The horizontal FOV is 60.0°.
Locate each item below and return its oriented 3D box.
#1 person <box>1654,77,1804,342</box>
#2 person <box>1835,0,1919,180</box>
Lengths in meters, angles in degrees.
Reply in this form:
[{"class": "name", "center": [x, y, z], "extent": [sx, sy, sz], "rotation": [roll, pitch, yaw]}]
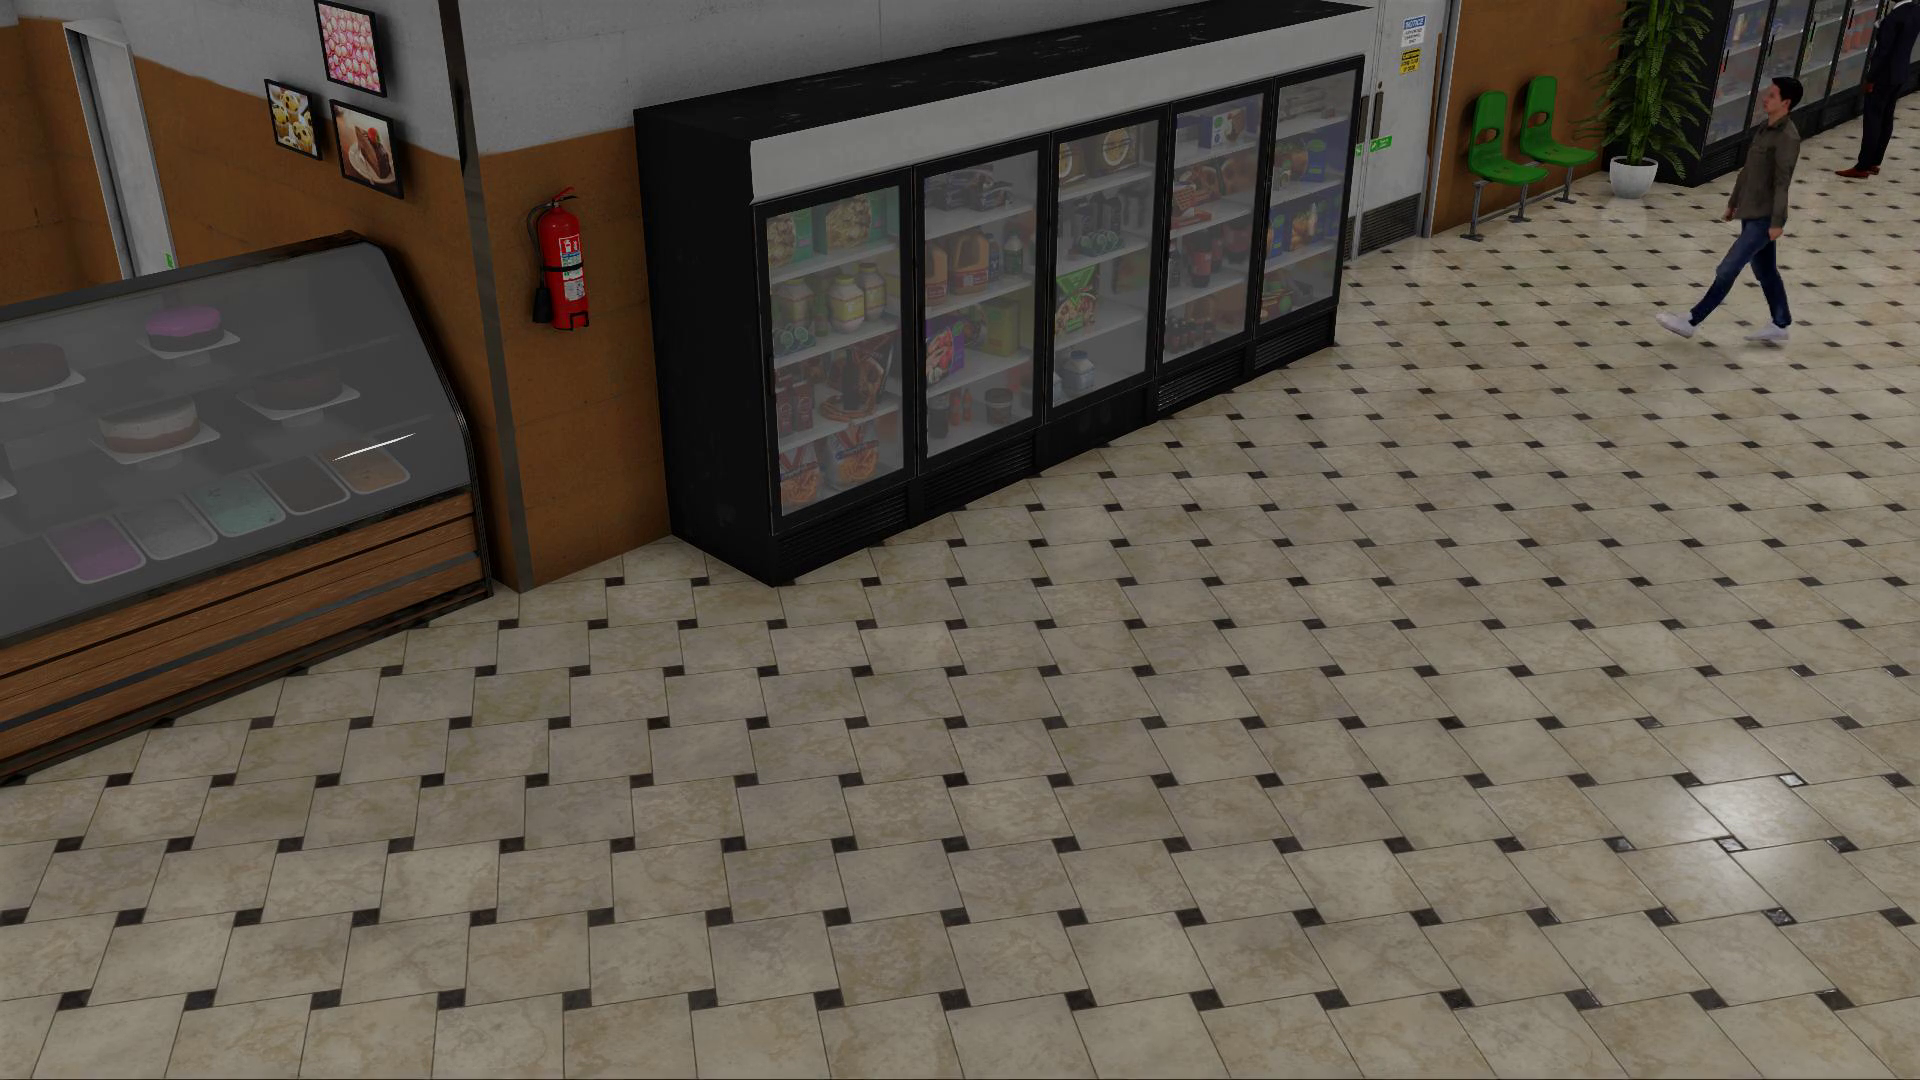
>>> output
[{"class": "person", "center": [5.536, -2.178, 11.317], "extent": [1.282, 1.814, 1.136], "rotation": [4, 27, 9]}, {"class": "person", "center": [8.636, -4.301, 15.494], "extent": [0.739, 1.824, 0.680], "rotation": [-16, 31, -29]}]
